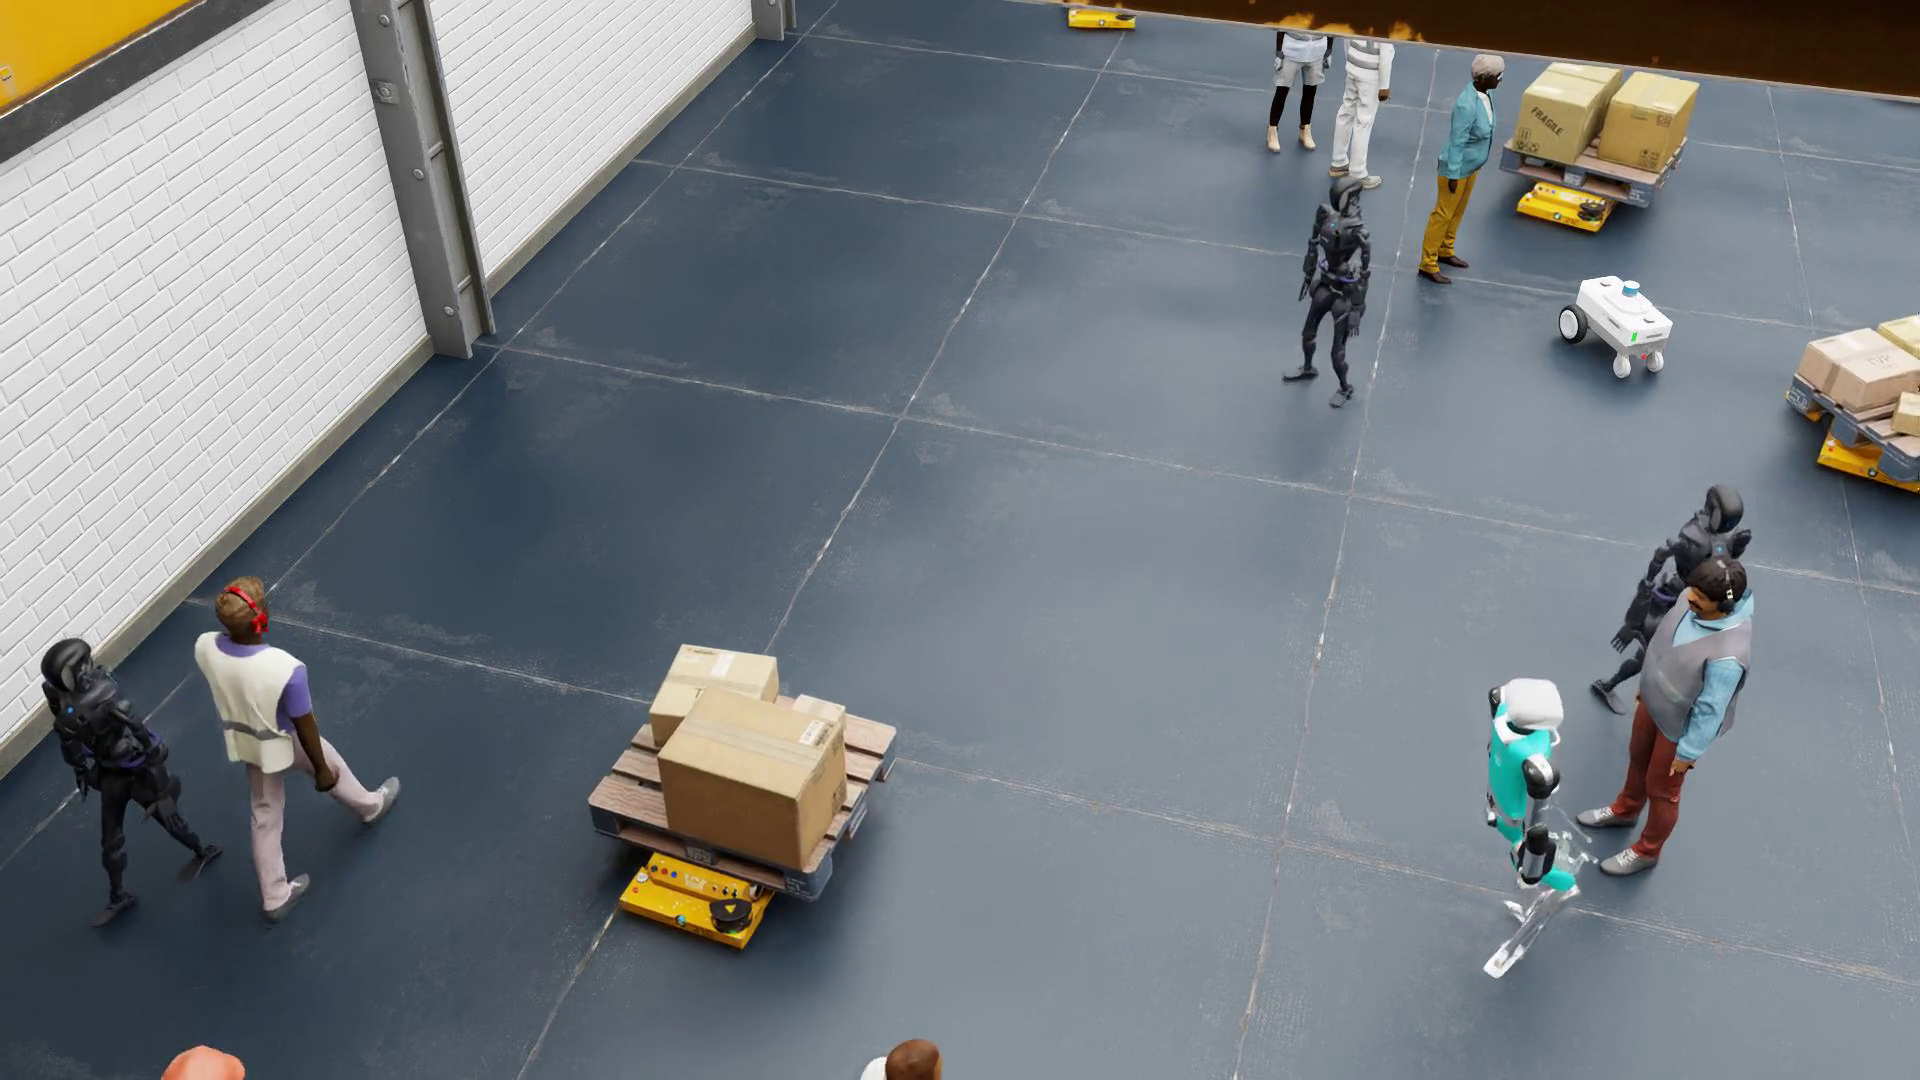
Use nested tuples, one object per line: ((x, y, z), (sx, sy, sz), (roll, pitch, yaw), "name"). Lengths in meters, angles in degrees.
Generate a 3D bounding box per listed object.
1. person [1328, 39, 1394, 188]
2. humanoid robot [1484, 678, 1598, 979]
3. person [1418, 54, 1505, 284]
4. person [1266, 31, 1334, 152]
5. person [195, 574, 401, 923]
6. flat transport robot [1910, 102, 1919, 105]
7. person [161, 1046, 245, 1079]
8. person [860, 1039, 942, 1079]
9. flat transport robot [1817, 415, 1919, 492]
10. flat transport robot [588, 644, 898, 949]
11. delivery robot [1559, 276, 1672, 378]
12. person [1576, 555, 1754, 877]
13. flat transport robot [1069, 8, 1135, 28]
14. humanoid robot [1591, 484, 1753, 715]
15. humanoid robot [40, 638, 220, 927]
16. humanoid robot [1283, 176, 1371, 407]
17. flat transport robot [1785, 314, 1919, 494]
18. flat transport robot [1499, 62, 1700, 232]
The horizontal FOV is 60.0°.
((3.282, -3.765, 13.401), (0.354, 1.883, 0.572), (-14, 41, -17), "person")
((2.609, 1.262, 7.266), (0.858, 1.771, 0.591), (-4, 39, -4), "humanoid robot")
((3.698, -2.736, 12.231), (0.344, 1.750, 0.528), (24, 44, 27), "person")
((2.871, -4.073, 13.937), (0.532, 1.691, 0.322), (-4, 39, -5), "person")
((-3.114, 0.888, 7.680), (0.581, 1.790, 0.959), (12, 40, 14), "person")
((9.008, -4.365, 15.434), (0.659, 0.231, 1.431), (23, 44, 25), "flat transport robot")
((-2.432, 2.405, 5.712), (0.538, 1.927, 0.644), (-3, 39, -4), "person")
((-0.210, 2.328, 5.950), (0.952, 1.720, 0.517), (-27, 46, -29), "person")
((6.190, -0.825, 11.031), (0.659, 0.231, 1.431), (22, 44, 25), "flat transport robot")
((-1.056, 1.360, 8.313), (0.659, 0.231, 1.431), (14, 41, 17), "flat transport robot")
((4.641, -1.550, 11.702), (0.499, 0.592, 0.774), (-11, 40, -13), "delivery robot")
((3.335, 0.815, 7.716), (0.414, 1.871, 0.540), (-2, 39, -3), "person")
((1.443, -5.566, 16.927), (0.659, 0.231, 1.431), (2, 39, 3), "flat transport robot")
((3.640, 0.354, 8.469), (0.610, 1.634, 0.595), (-11, 40, -13), "humanoid robot")
((-3.812, 1.092, 7.544), (0.586, 1.639, 0.680), (11, 40, 14), "humanoid robot")
((2.478, -1.659, 10.950), (0.368, 1.638, 0.629), (-22, 44, -25), "humanoid robot")
((6.168, -0.677, 10.847), (0.659, 0.231, 1.431), (-14, 41, -16), "flat transport robot")
((5.157, -2.973, 13.703), (0.659, 0.231, 1.431), (23, 44, 26), "flat transport robot")
